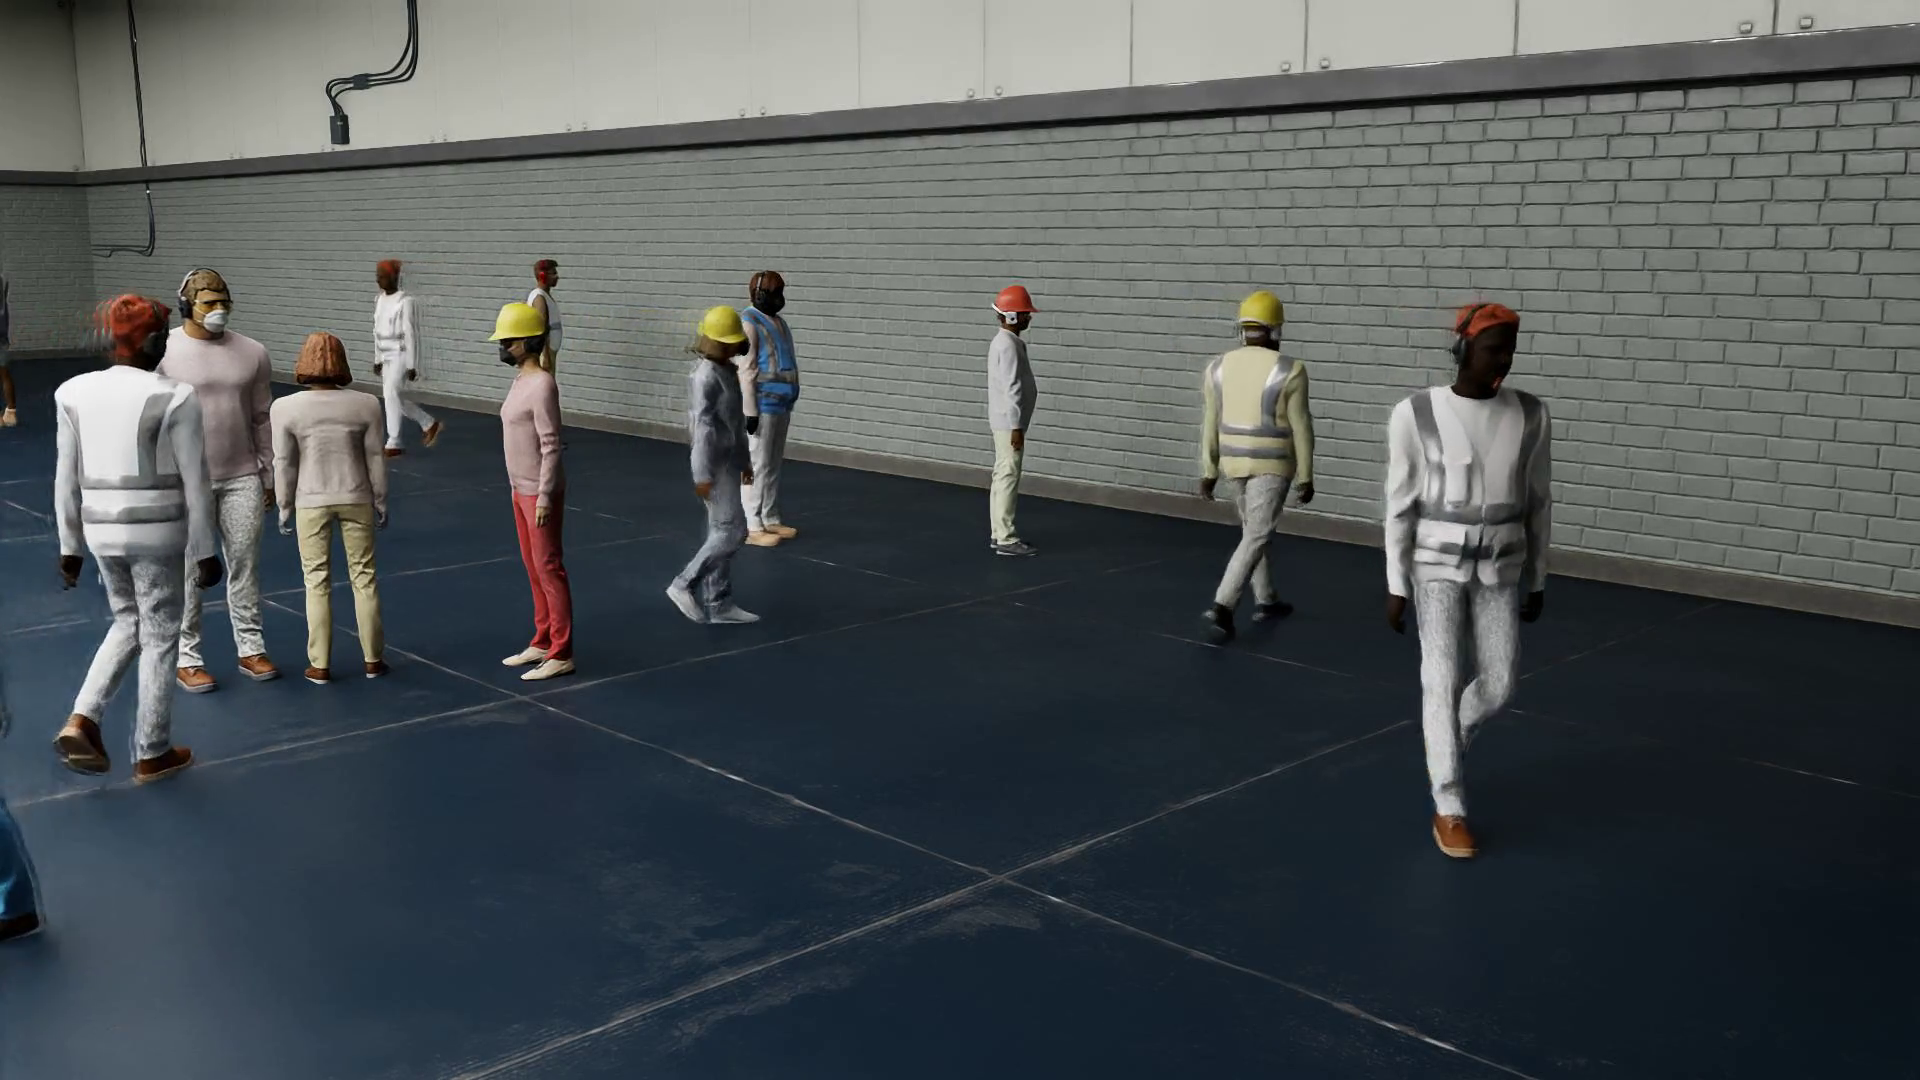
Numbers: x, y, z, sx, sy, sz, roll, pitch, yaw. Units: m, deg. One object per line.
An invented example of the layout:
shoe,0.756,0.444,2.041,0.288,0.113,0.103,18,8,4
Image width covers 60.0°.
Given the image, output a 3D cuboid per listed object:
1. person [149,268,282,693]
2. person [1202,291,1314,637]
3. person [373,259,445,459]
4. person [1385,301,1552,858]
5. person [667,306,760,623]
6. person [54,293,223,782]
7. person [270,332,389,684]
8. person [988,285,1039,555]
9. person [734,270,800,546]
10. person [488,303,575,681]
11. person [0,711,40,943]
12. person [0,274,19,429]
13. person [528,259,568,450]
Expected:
person,-3.434,-0.275,7.658,0.362,1.932,0.630,10,14,42
person,1.537,-0.398,8.705,0.596,1.801,0.917,10,14,44
person,-5.220,-1.694,15.583,0.697,1.864,0.578,-10,15,-44
person,1.735,0.112,5.728,0.585,1.865,0.612,0,10,-1
person,-1.279,-0.374,8.753,0.403,1.713,0.514,0,10,2
person,-3.116,0.015,6.254,0.583,1.868,0.492,2,11,10
person,-2.917,-0.145,7.748,0.505,1.633,0.279,-5,12,-26
person,0.347,-0.782,10.889,0.324,1.752,0.561,-1,10,-5
person,-1.297,-0.892,11.253,0.429,1.841,0.634,3,11,17
person,-2.022,-0.225,7.823,0.317,1.766,0.533,-6,12,-28
person,-2.917,0.446,4.623,0.521,1.595,0.615,7,13,34
person,-10.458,-2.202,17.850,0.387,2.038,0.615,1,10,5
person,-4.049,-1.804,16.214,0.375,1.843,0.575,-2,11,-12
